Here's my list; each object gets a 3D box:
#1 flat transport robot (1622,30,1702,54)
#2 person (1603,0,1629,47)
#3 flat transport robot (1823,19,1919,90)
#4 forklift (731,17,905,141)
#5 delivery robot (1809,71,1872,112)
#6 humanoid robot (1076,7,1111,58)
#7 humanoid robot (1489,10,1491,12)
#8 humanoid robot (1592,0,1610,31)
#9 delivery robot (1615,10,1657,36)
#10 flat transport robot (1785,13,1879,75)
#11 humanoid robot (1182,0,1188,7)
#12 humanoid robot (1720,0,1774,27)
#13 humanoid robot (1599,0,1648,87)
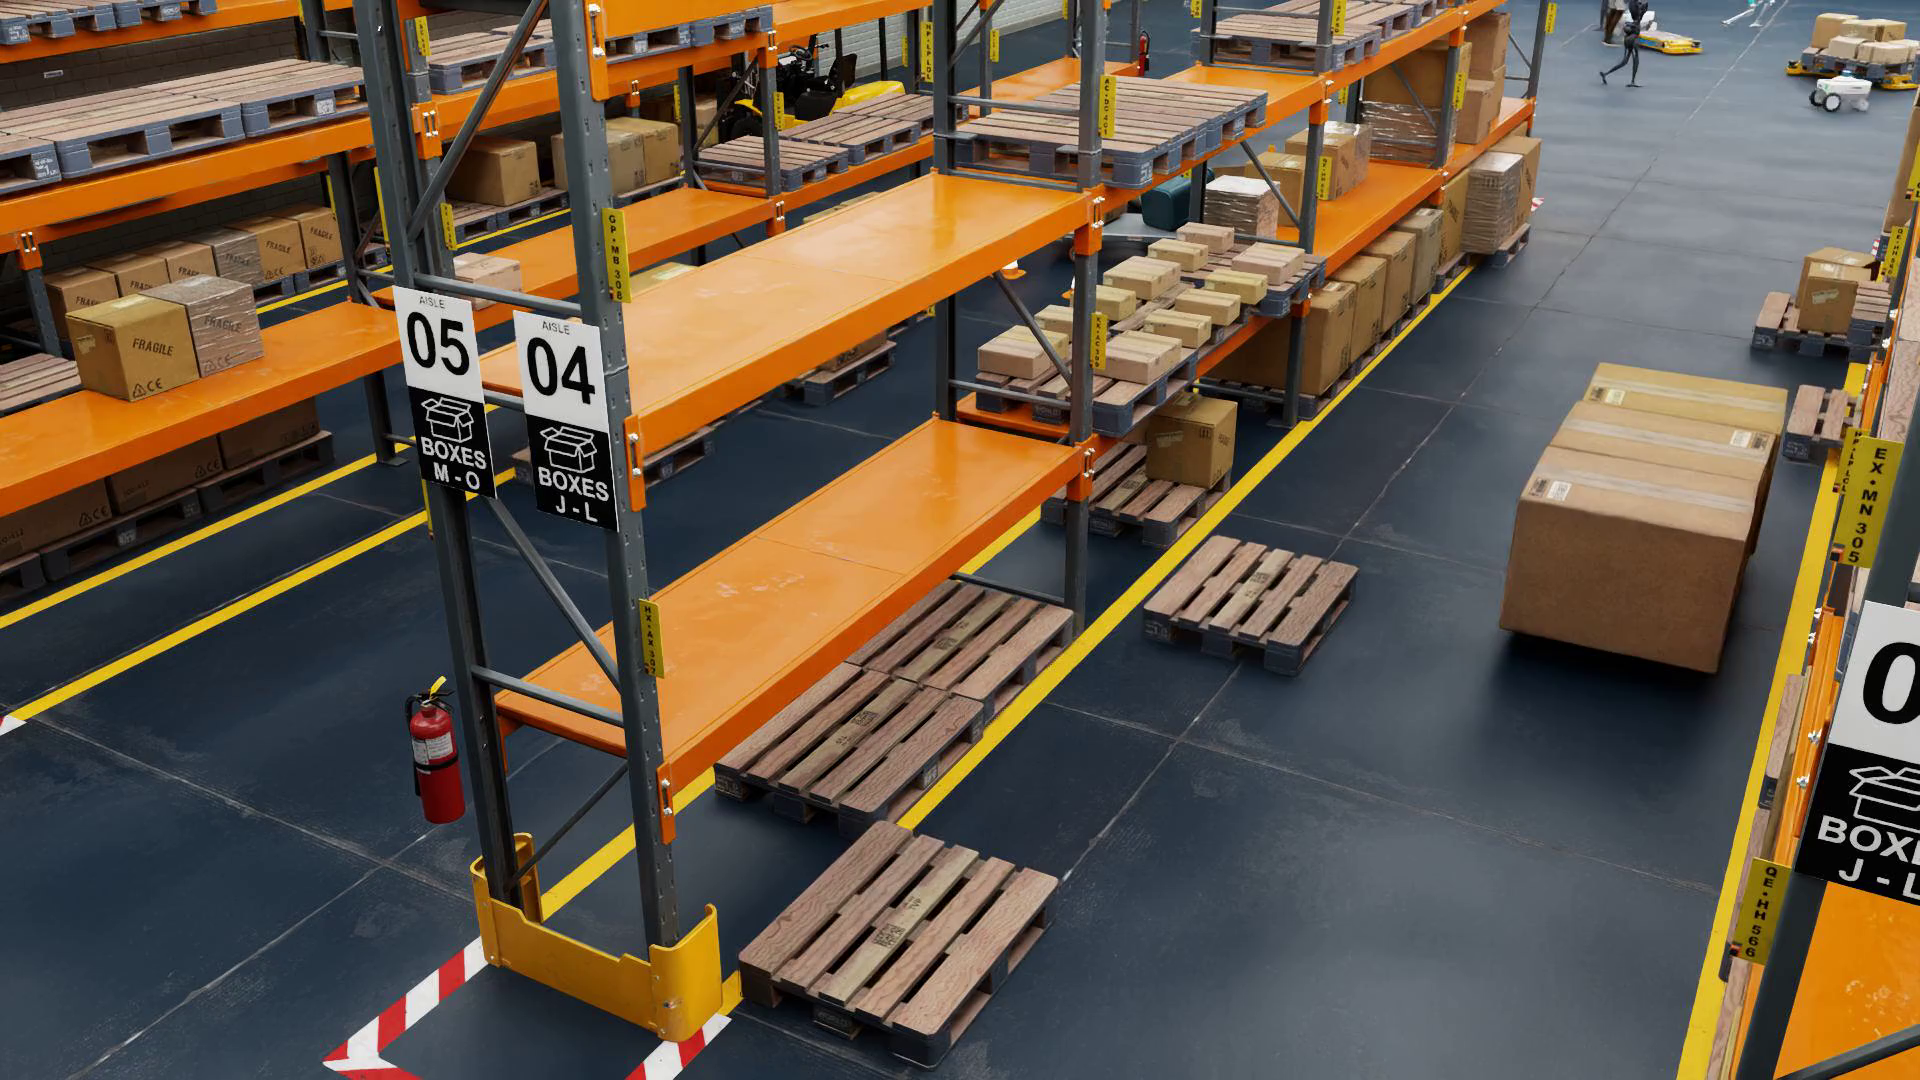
[{"bbox_3d":[12.676,-8.998,30.038,0.659,0.231,1.431,-7,26,-13],"label":"flat transport robot"},{"bbox_3d":[11.957,-9.946,30.093,0.370,1.938,0.707,2,26,5],"label":"person"},{"bbox_3d":[14.790,-7.512,26.951,0.659,0.231,1.431,-11,28,-22],"label":"flat transport robot"},{"bbox_3d":[-1.819,-5.975,21.543,2.313,2.155,1.214,14,29,26],"label":"forklift"},{"bbox_3d":[13.274,-6.753,25.048,0.789,0.598,0.499,0,26,1],"label":"delivery robot"},{"bbox_3d":[2.046,-8.337,27.037,1.016,1.786,0.535,-23,34,-39],"label":"humanoid robot"},{"bbox_3d":[7.434,-6.858,24.002,0.611,1.642,0.593,4,26,9],"label":"humanoid robot"},{"bbox_3d":[12.358,-10.550,31.639,0.361,1.647,0.594,17,30,31],"label":"humanoid robot"},{"bbox_3d":[12.743,-9.784,31.344,0.781,0.595,0.499,-16,30,-29],"label":"delivery robot"},{"bbox_3d":[14.524,-7.806,27.562,1.431,0.231,0.659,17,30,31],"label":"flat transport robot"},{"bbox_3d":[4.897,-11.921,34.478,0.533,1.807,0.783,15,29,28],"label":"humanoid robot"},{"bbox_3d":[15.083,-10.528,31.520,0.996,1.734,0.546,3,26,7],"label":"humanoid robot"},{"bbox_3d":[10.683,-8.079,26.551,0.687,1.647,0.589,6,26,13],"label":"humanoid robot"}]
